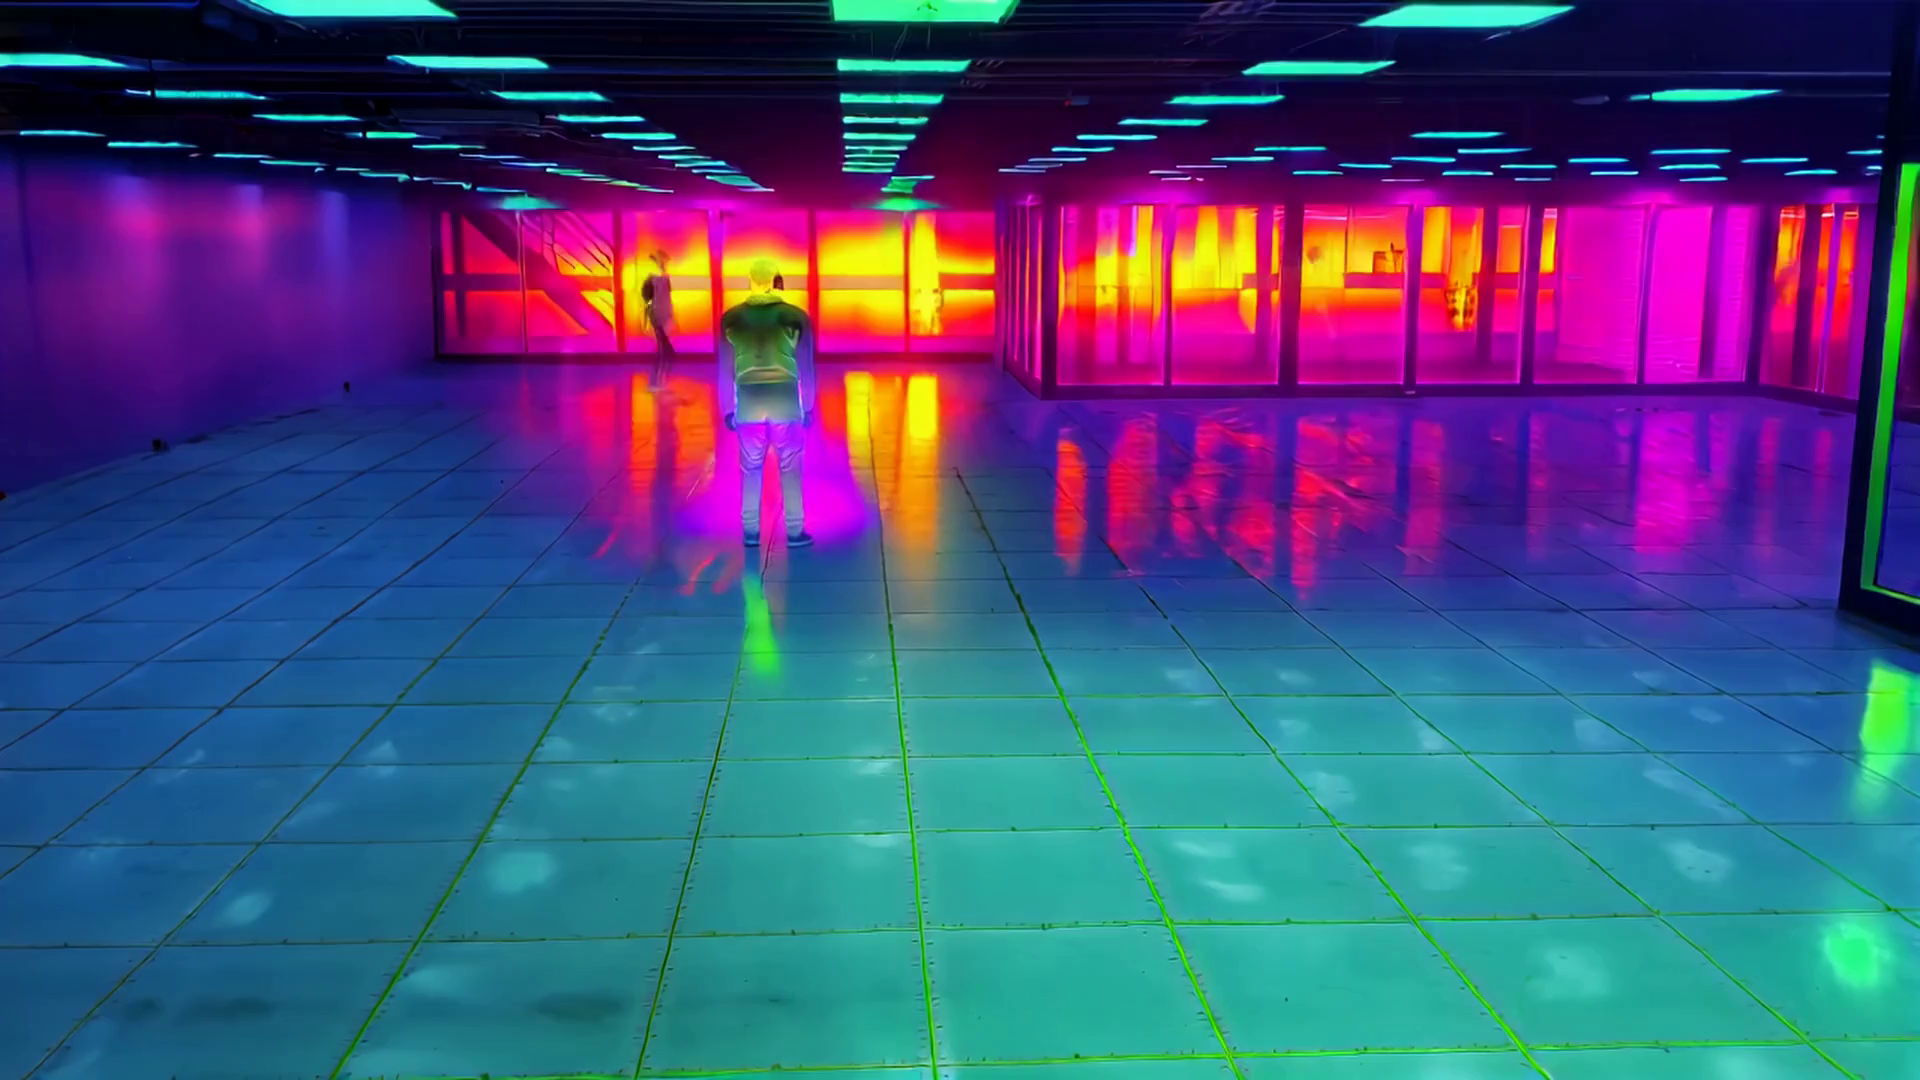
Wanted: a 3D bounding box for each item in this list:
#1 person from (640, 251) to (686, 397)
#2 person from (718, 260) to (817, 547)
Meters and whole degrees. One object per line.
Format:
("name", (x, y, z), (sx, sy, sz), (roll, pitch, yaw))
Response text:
("person", (-3.740, -2.729, 21.113), (0.728, 1.839, 0.489), (3, 11, 16))
("person", (-1.262, -0.897, 11.041), (0.636, 1.902, 0.406), (0, 11, 2))
